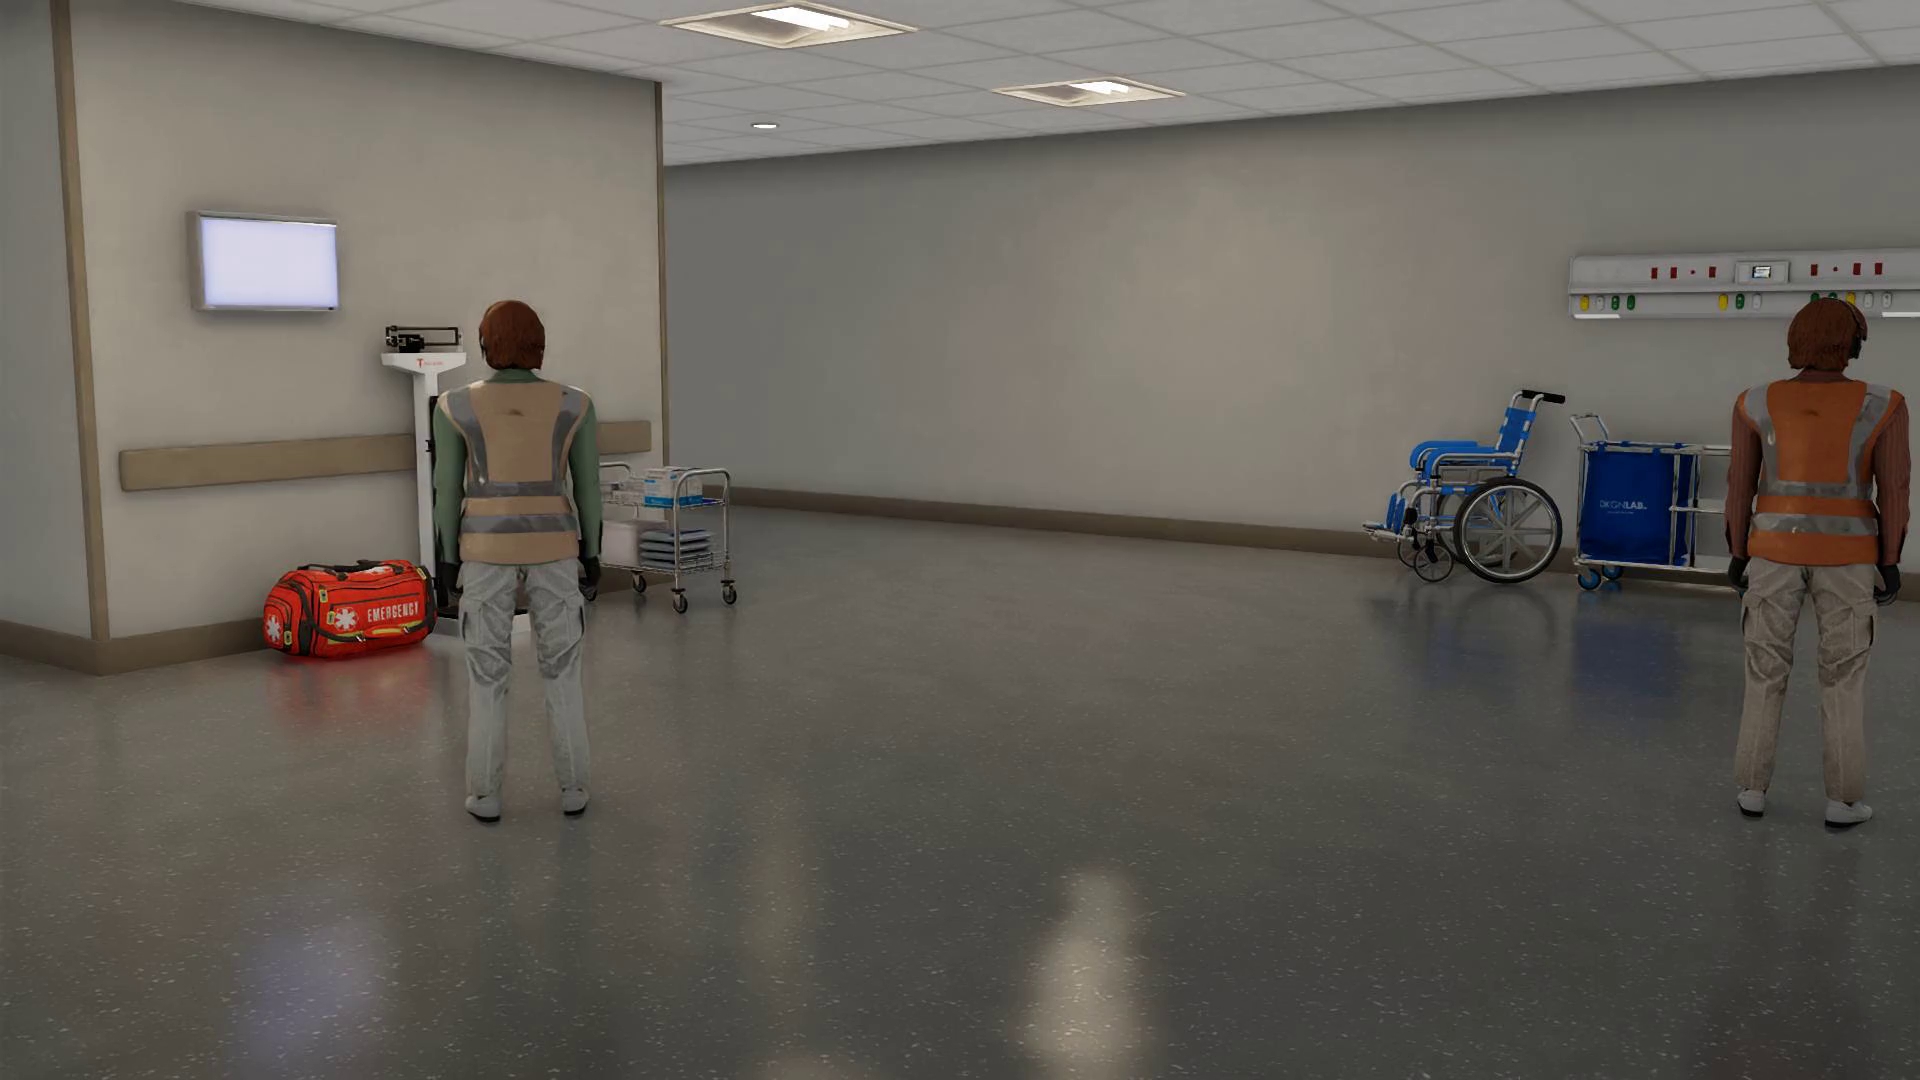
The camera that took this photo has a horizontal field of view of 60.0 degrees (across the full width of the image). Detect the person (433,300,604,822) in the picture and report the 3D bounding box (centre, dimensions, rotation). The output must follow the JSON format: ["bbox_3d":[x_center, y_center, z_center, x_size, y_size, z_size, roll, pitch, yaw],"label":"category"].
[{"bbox_3d":[-1.379,0.069,5.232,0.517,1.632,0.311,-2,7,-19],"label":"person"}]

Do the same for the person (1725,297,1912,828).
[{"bbox_3d":[2.649,0.072,5.172,0.515,1.641,0.308,5,9,35],"label":"person"}]
